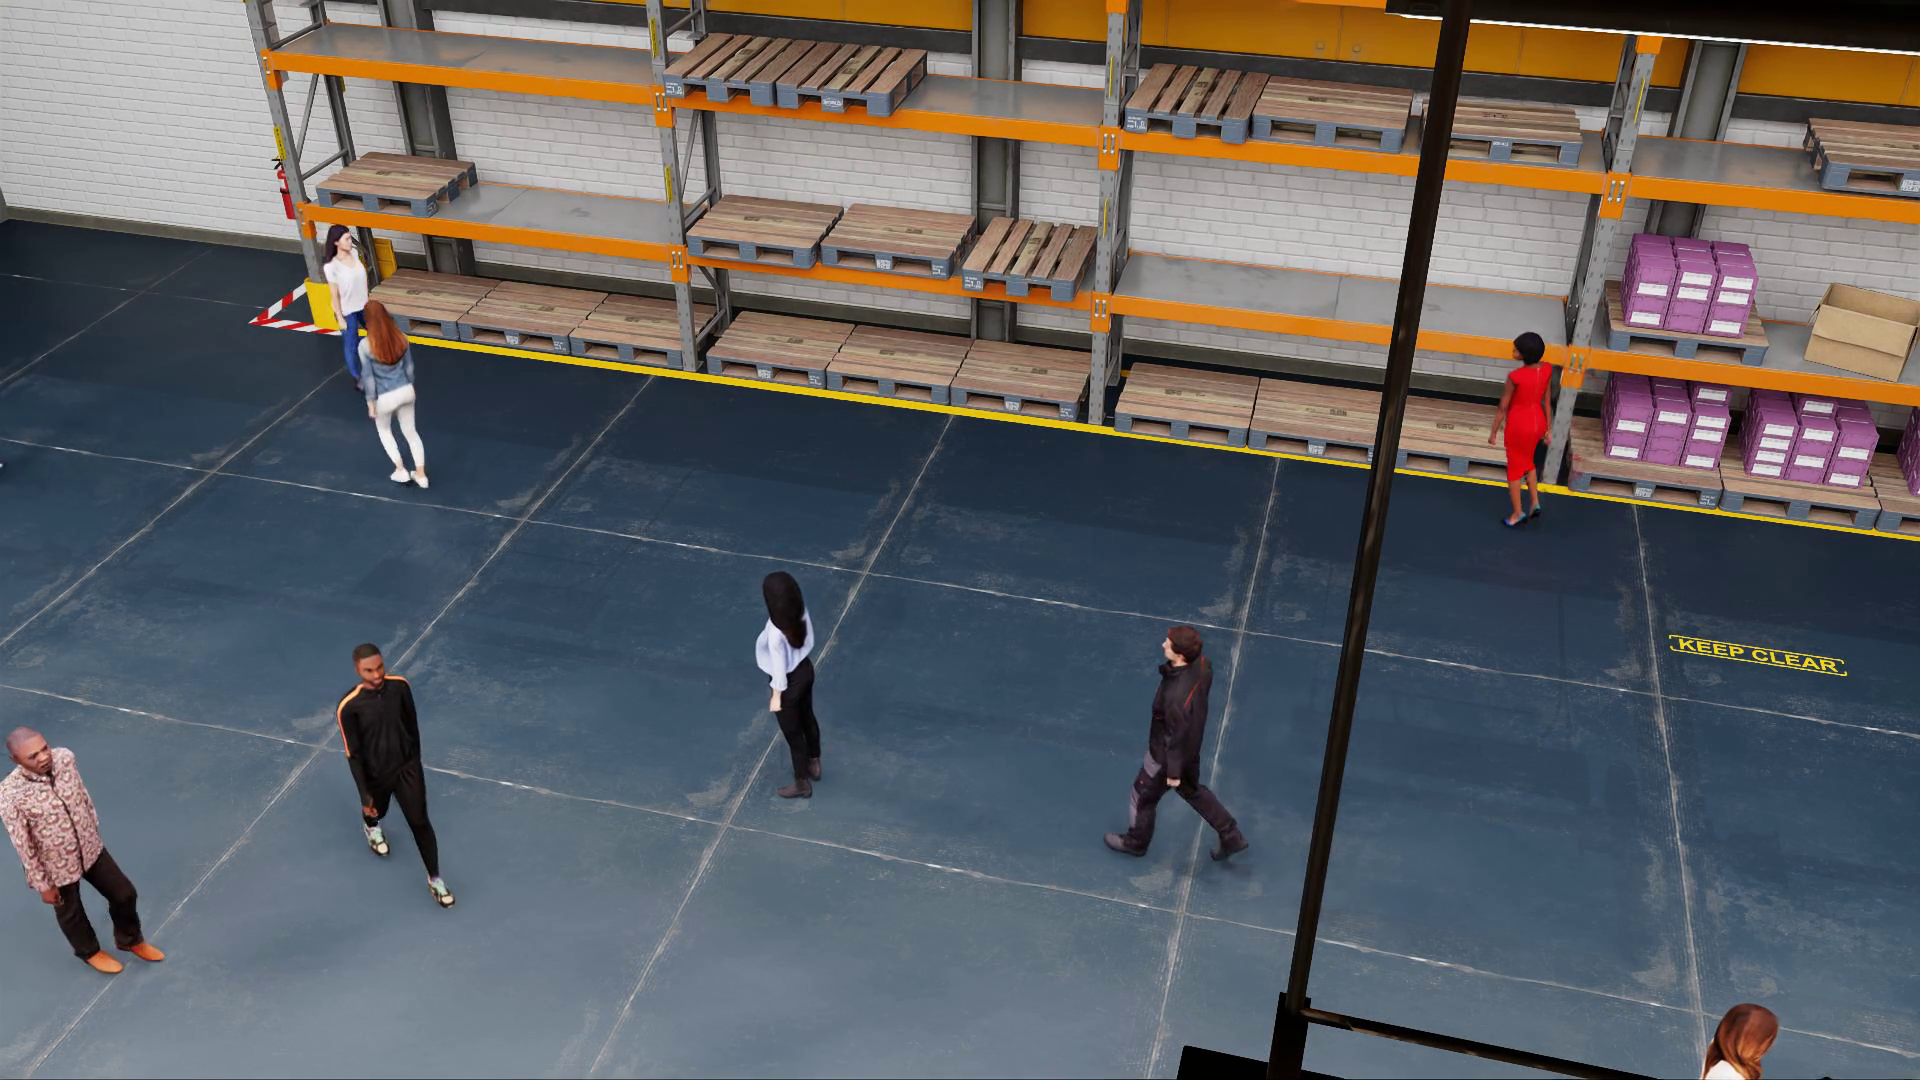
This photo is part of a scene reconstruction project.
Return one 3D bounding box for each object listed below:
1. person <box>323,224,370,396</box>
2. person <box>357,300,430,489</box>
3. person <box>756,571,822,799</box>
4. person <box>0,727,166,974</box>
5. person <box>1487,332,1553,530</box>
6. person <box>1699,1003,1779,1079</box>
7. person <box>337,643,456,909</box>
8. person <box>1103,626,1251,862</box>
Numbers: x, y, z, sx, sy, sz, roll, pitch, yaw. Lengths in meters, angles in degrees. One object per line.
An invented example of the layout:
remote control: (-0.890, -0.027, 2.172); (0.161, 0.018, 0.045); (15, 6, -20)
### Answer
person: (-5.677, -2.118, 15.352); (0.612, 1.668, 0.658); (13, 36, 19)
person: (-4.689, -1.159, 13.898); (0.781, 1.681, 0.794); (-26, 42, -34)
person: (-1.074, 0.931, 10.696); (0.558, 1.745, 0.655); (11, 35, 16)
person: (-5.112, 1.756, 9.415); (0.787, 1.790, 0.773); (16, 37, 23)
person: (4.588, -0.840, 13.387); (0.747, 1.715, 0.818); (-6, 34, -10)
person: (3.499, 2.817, 7.824); (0.521, 1.783, 0.580); (7, 34, 11)
person: (-3.502, 1.348, 10.042); (1.093, 1.773, 1.272); (-24, 41, -32)
person: (1.400, 1.286, 10.107); (1.189, 1.806, 0.865); (16, 37, 22)
